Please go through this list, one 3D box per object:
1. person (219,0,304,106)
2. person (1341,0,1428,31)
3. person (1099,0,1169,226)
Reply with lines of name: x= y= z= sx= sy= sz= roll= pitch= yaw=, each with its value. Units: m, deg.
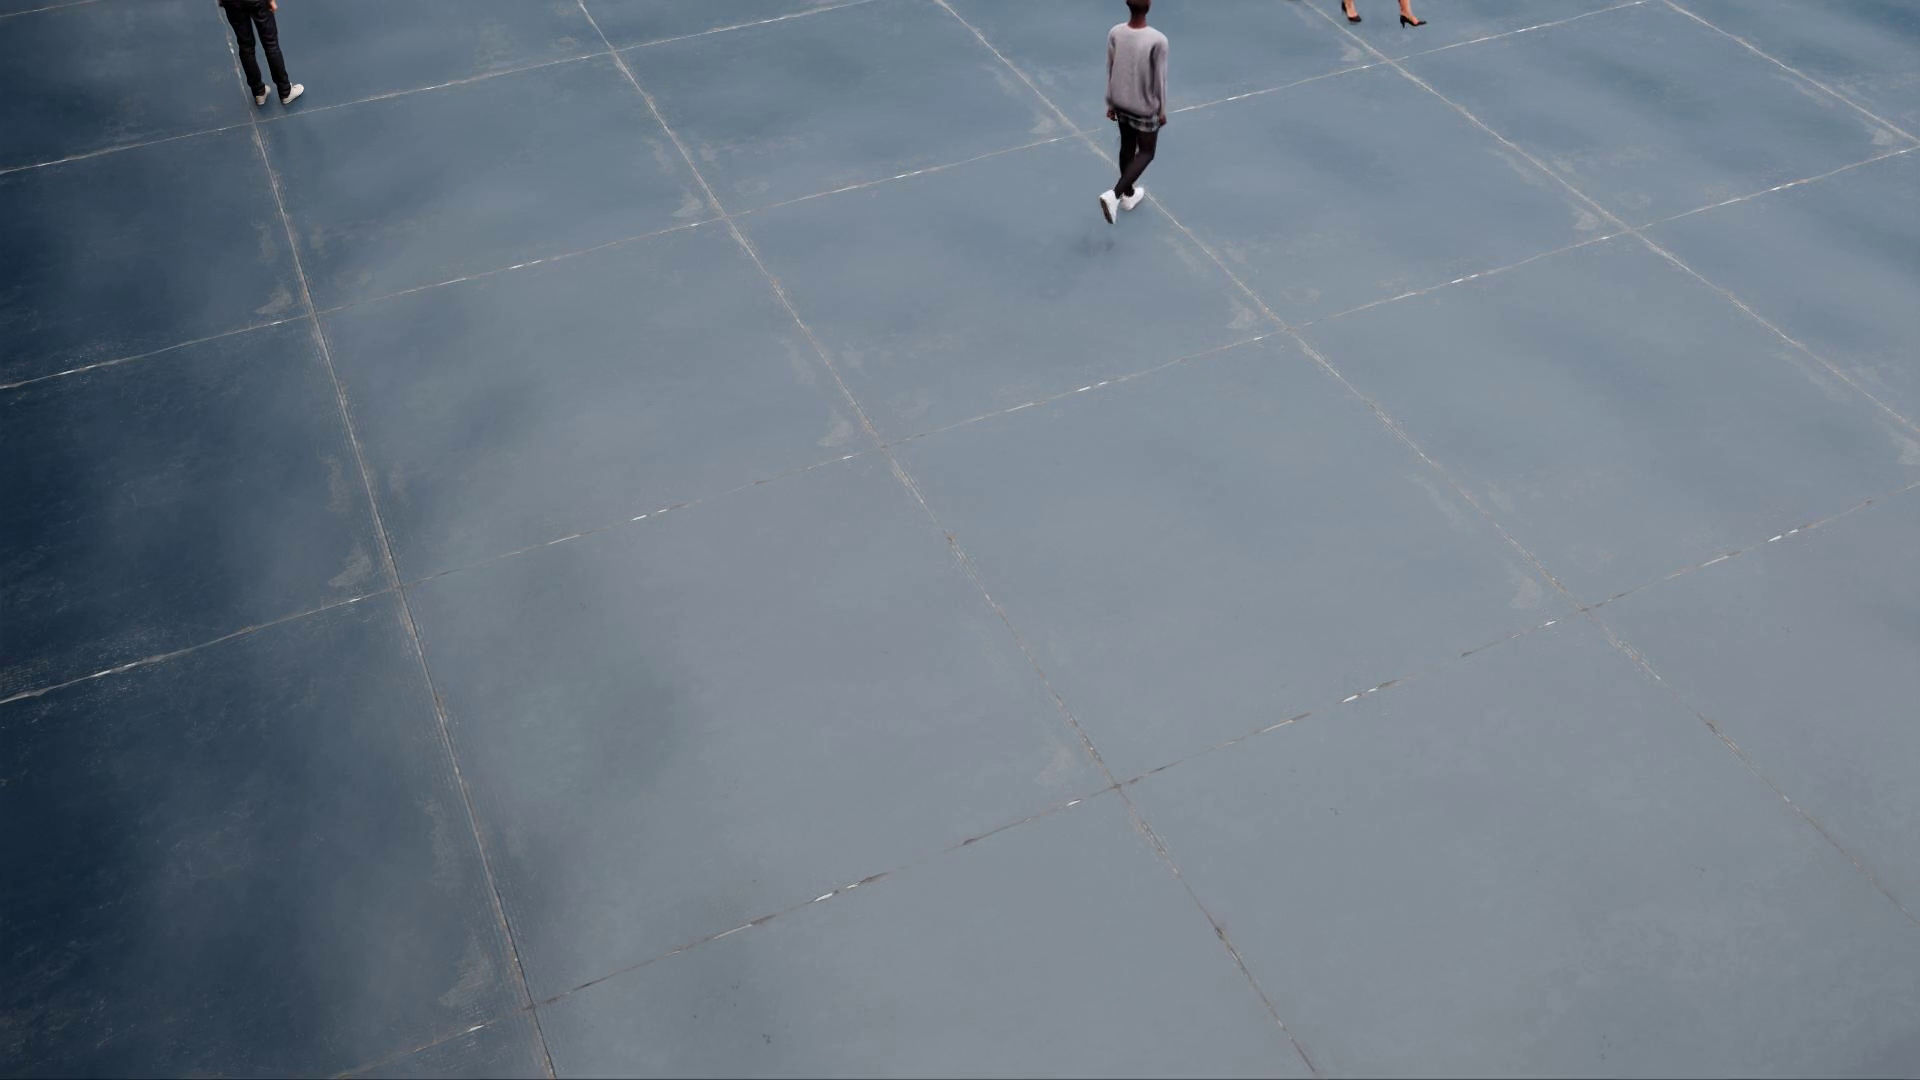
person: x=-5.682 y=-4.315 z=13.198 sx=0.695 sy=1.761 sz=0.674 roll=0 pitch=42 yaw=0
person: x=3.551 y=-5.176 z=14.259 sx=1.115 sy=1.609 sz=0.903 roll=27 pitch=49 yaw=27
person: x=1.209 y=-3.048 z=11.804 sx=1.016 sy=1.759 sz=0.981 roll=24 pitch=47 yaw=24
